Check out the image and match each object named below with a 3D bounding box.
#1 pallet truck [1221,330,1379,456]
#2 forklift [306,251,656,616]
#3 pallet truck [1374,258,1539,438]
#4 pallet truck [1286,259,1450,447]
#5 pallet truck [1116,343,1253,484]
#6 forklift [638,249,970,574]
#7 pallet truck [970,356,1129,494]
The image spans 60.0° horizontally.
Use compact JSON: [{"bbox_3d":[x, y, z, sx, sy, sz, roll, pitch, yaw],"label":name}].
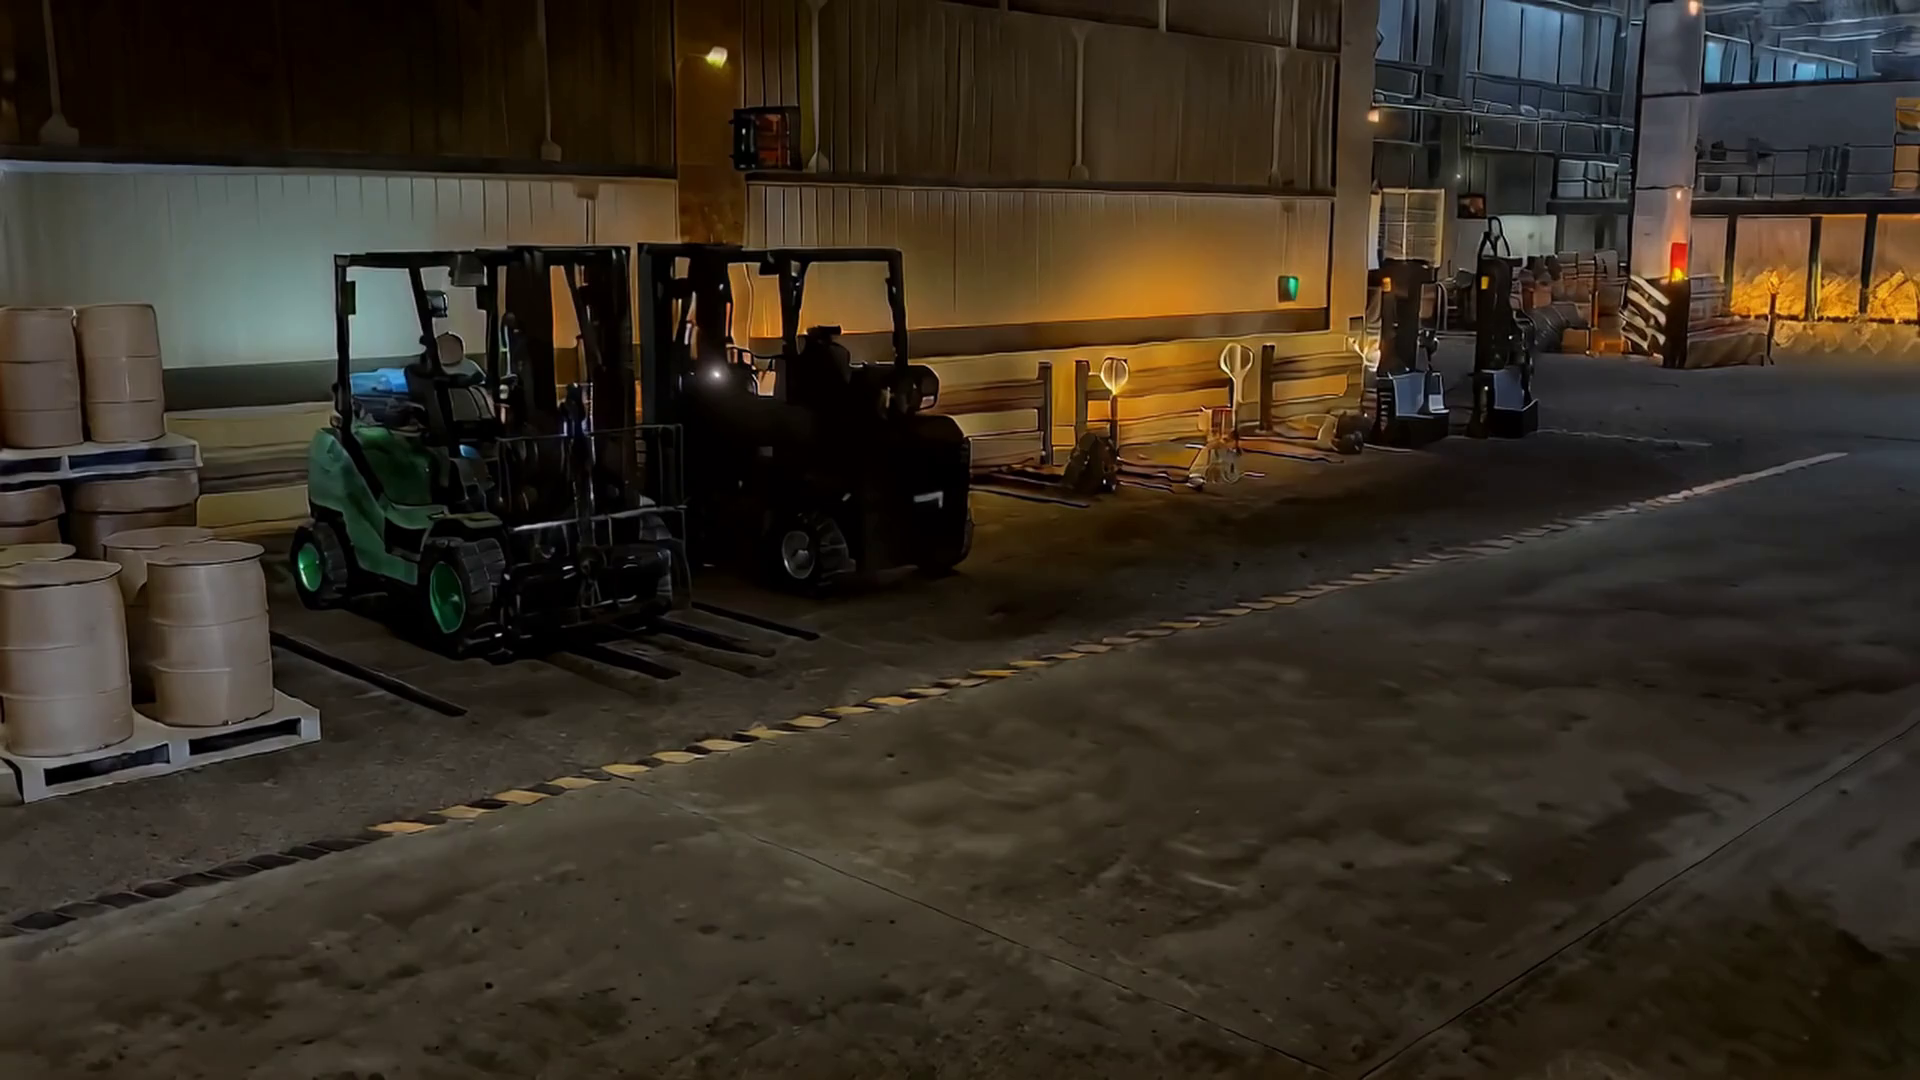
[{"bbox_3d":[3.563,-1.581,17.381,0.653,1.274,1.630,-10,14,-44],"label":"pallet truck"},{"bbox_3d":[-2.833,-0.669,9.694,1.157,1.987,2.680,-10,14,-44],"label":"forklift"},{"bbox_3d":[5.704,-2.208,18.901,1.885,1.965,0.823,10,14,43],"label":"pallet truck"},{"bbox_3d":[4.493,-2.078,18.196,0.823,1.965,1.885,-9,14,-40],"label":"pallet truck"},{"bbox_3d":[1.962,-1.215,15.415,1.522,1.261,0.704,10,14,43],"label":"pallet truck"},{"bbox_3d":[-1.173,-0.958,11.239,2.680,1.987,1.157,10,14,43],"label":"forklift"},{"bbox_3d":[0.784,-1.085,14.876,0.680,1.201,1.601,-10,14,-44],"label":"pallet truck"}]
